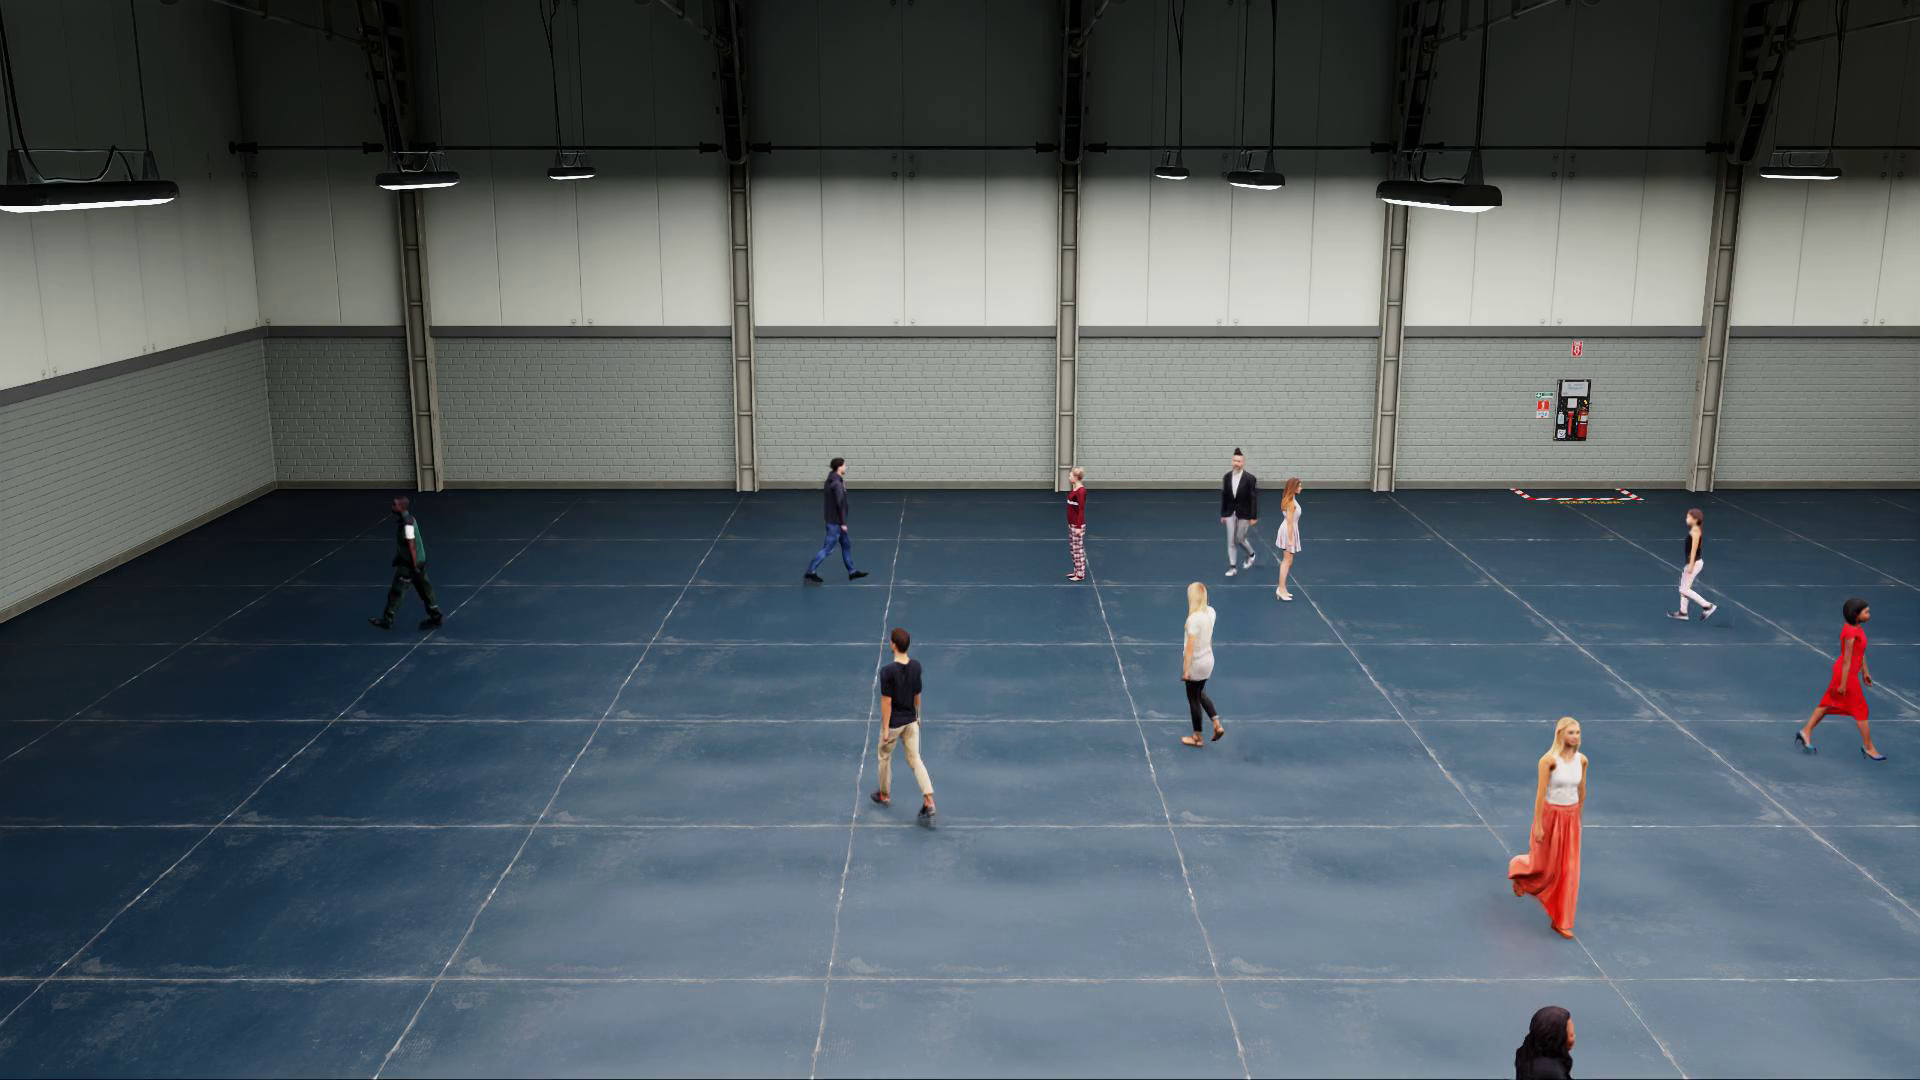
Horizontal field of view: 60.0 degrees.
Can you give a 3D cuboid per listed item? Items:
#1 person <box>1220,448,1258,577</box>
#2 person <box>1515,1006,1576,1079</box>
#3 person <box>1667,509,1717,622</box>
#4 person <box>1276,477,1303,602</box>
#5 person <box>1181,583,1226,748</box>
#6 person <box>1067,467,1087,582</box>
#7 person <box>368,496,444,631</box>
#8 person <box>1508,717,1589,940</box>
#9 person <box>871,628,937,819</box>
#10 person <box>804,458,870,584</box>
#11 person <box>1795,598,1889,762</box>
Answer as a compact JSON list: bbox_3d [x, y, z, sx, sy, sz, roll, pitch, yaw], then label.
[{"bbox_3d":[4.215,-0.428,24.910,0.978,1.935,1.025,10,16,37],"label":"person"},{"bbox_3d":[3.151,3.366,9.265,0.694,1.604,0.712,-2,13,-8],"label":"person"},{"bbox_3d":[9.933,0.354,22.396,0.899,1.547,0.732,6,15,26],"label":"person"},{"bbox_3d":[4.651,-0.021,23.530,0.633,1.766,0.612,3,13,12],"label":"person"},{"bbox_3d":[2.605,1.347,17.528,0.888,1.808,0.825,11,17,40],"label":"person"},{"bbox_3d":[1.731,-0.252,24.671,0.548,1.702,0.653,-2,13,-8],"label":"person"},{"bbox_3d":[-7.169,0.322,22.004,1.233,1.787,0.901,-3,13,-13],"label":"person"},{"bbox_3d":[4.802,2.284,13.532,1.006,1.786,0.834,-3,13,-14],"label":"person"},{"bbox_3d":[-0.500,1.765,15.692,1.184,1.823,1.153,-9,16,-35],"label":"person"},{"bbox_3d":[-1.913,-0.250,24.326,1.309,1.852,0.950,-4,14,-17],"label":"person"},{"bbox_3d":[9.138,1.451,17.327,1.168,1.697,0.932,7,15,28],"label":"person"}]
